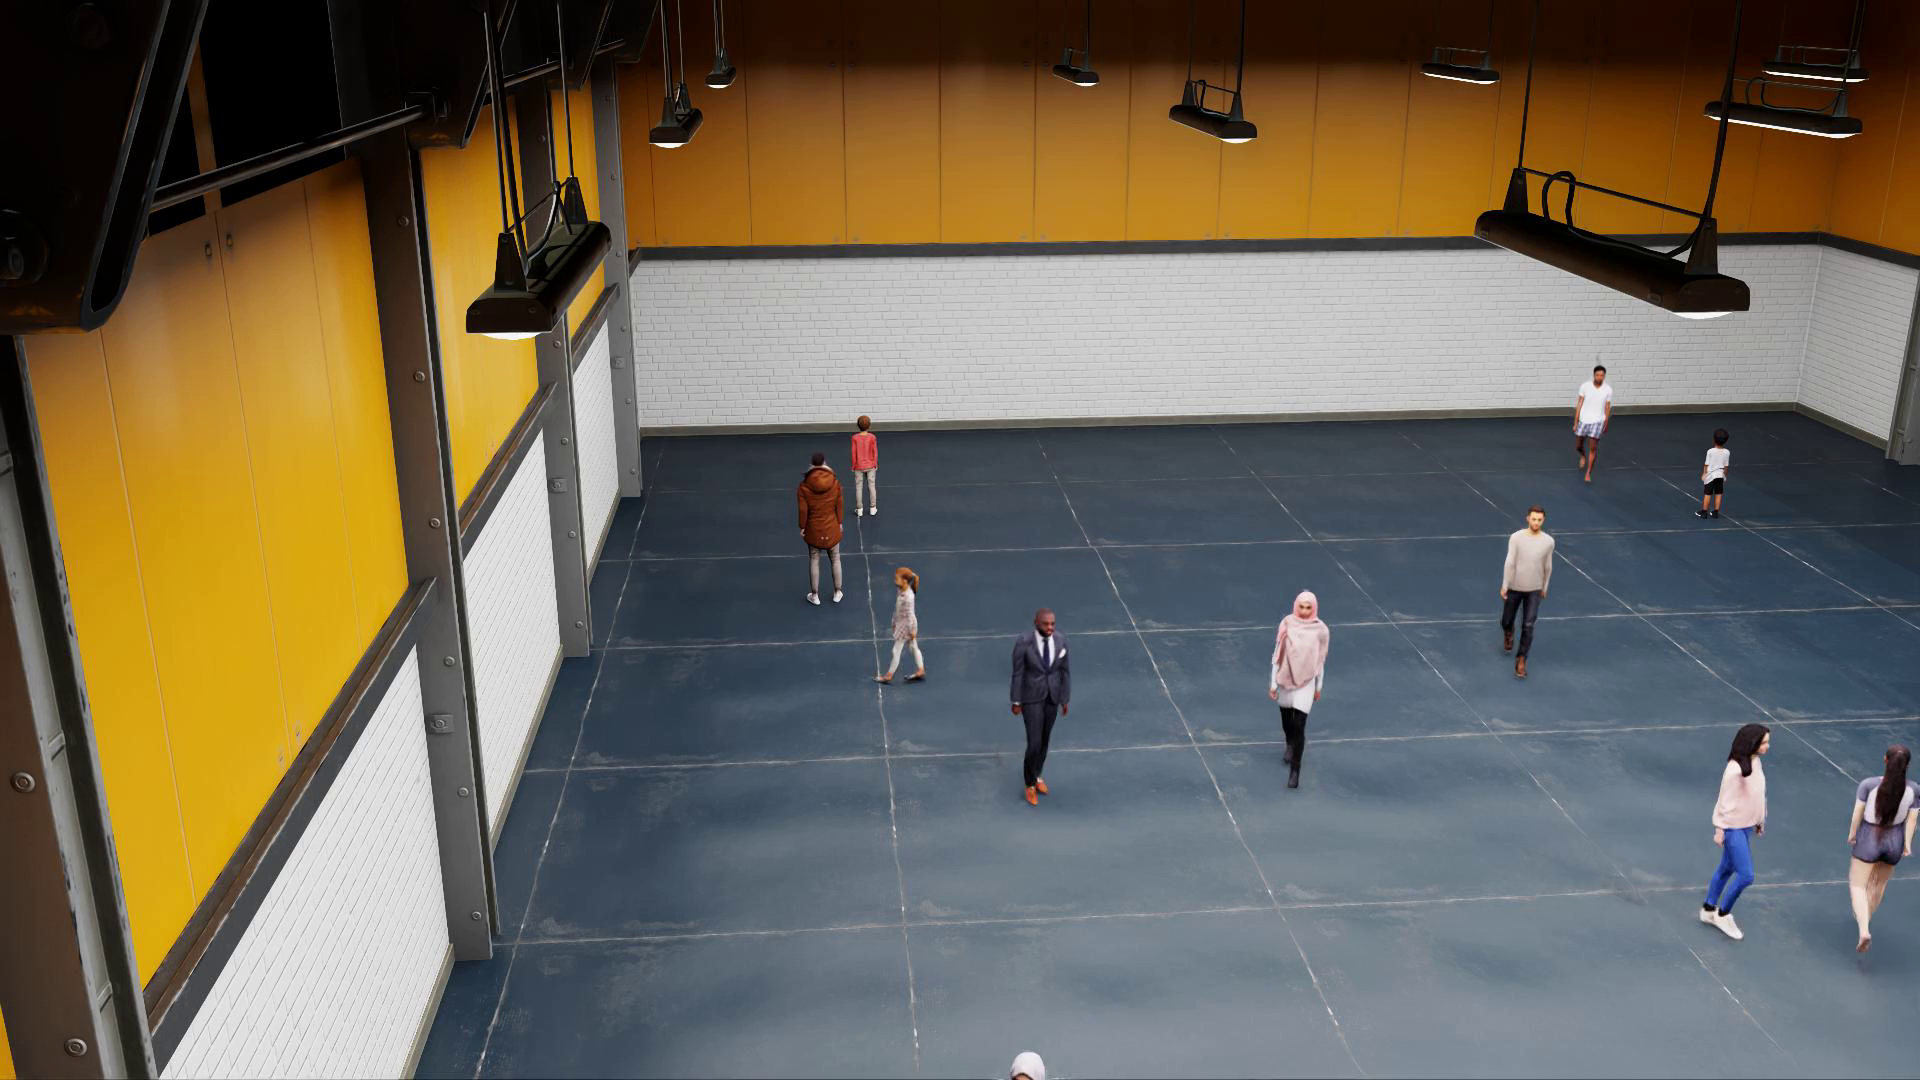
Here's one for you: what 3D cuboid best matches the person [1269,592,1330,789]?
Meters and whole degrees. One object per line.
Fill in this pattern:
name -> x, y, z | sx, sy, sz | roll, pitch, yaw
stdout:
person -> 3.105, 1.322, 15.408 | 0.931, 1.771, 1.151 | 7, 20, 20

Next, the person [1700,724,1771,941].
person -> 5.897, 2.197, 12.834 | 0.789, 1.756, 0.824 | -15, 24, -38

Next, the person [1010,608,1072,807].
person -> 0.691, 1.419, 15.062 | 0.805, 1.808, 0.851 | -8, 20, -22

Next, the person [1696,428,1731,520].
person -> 10.377, -0.917, 22.855 | 0.497, 1.261, 0.500 | 0, 19, -1

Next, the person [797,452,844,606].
person -> -1.625, -0.139, 19.639 | 0.743, 1.839, 0.733 | -4, 19, -12

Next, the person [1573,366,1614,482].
person -> 9.370, -1.760, 24.653 | 0.903, 1.713, 1.017 | 9, 21, 25

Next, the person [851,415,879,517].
person -> -1.320, -1.034, 22.962 | 0.513, 1.416, 0.476 | -2, 19, -6

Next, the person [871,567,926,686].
person -> -0.491, 0.900, 17.423 | 0.681, 1.286, 0.794 | -4, 19, -13

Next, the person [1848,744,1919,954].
person -> 6.976, 2.348, 12.592 | 0.804, 1.625, 1.038 | 5, 19, 14

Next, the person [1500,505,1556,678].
person -> 6.011, 0.493, 17.748 | 0.853, 1.850, 1.124 | 3, 19, 10
